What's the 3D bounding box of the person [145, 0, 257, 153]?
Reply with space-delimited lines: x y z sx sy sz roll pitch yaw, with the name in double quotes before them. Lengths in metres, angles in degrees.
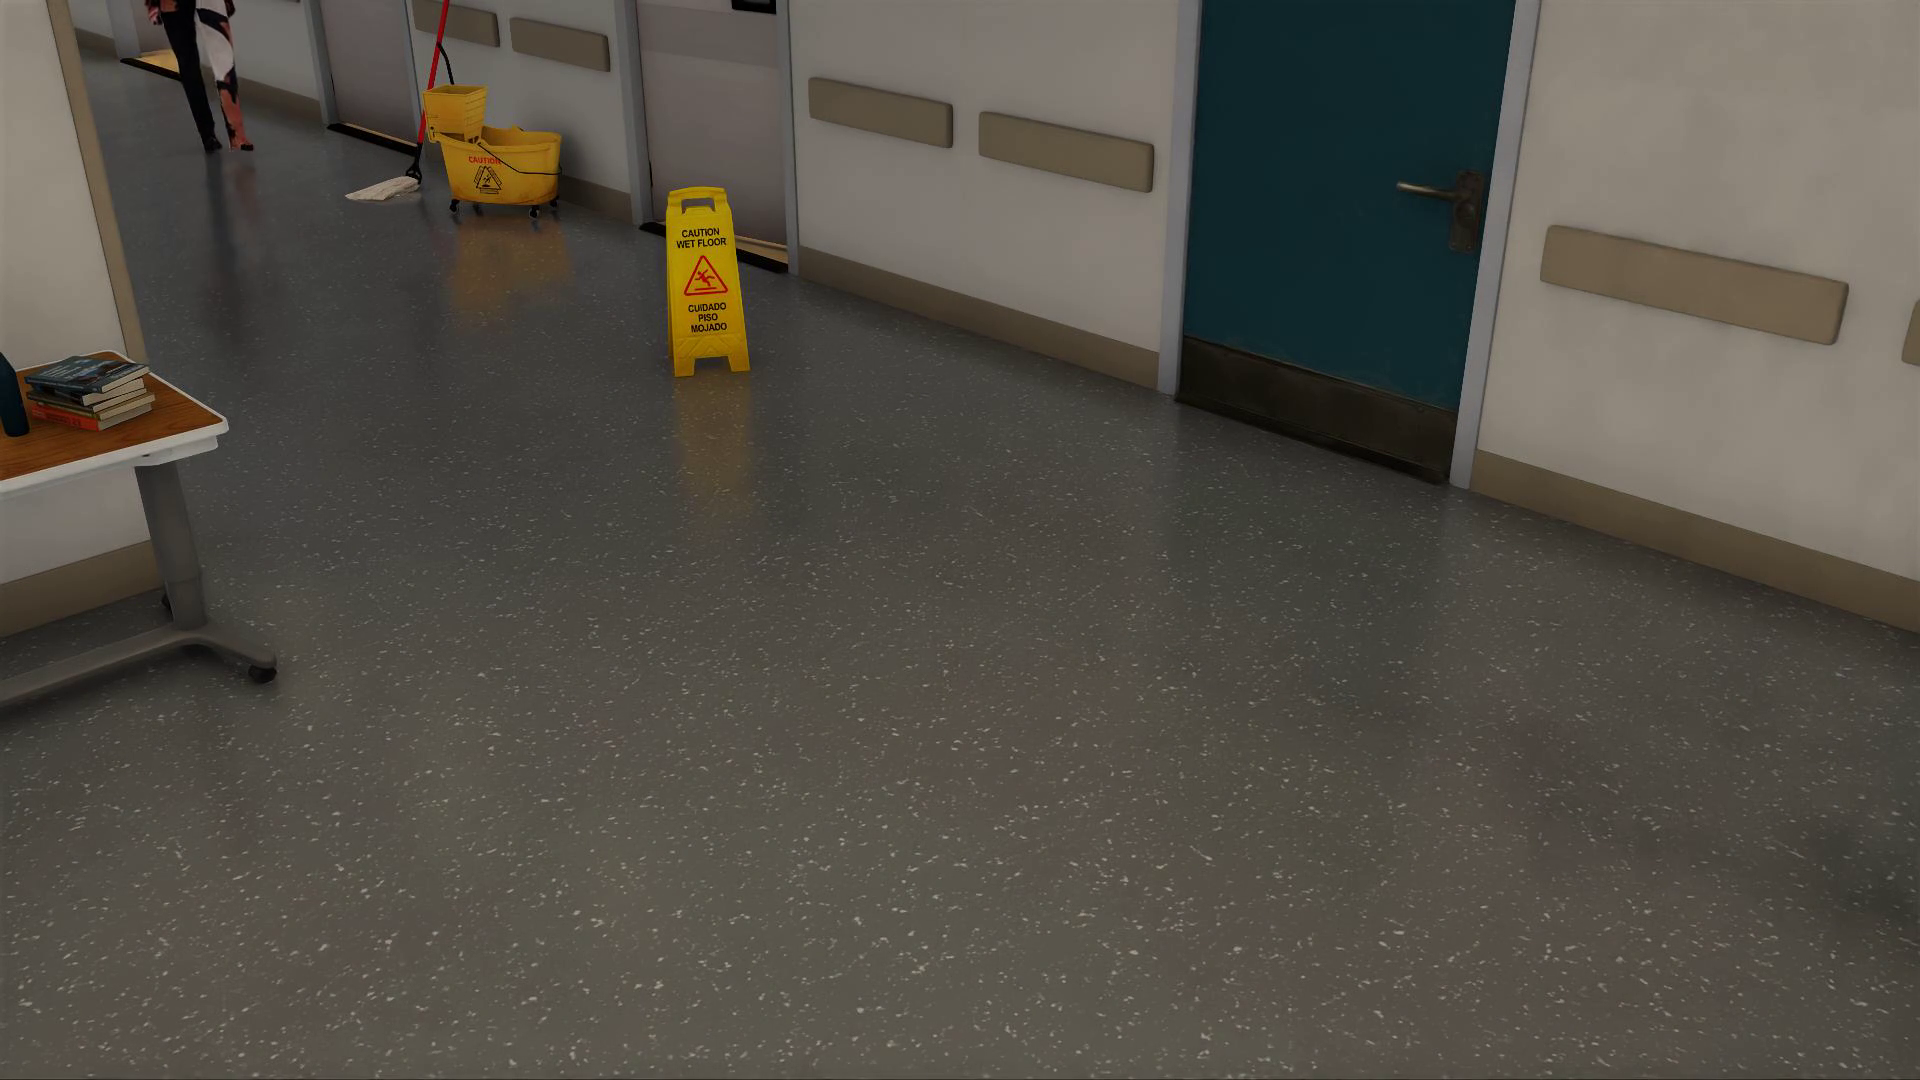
"person" -4.836 -3.373 10.400 0.807 1.869 0.961 -17 30 -31
